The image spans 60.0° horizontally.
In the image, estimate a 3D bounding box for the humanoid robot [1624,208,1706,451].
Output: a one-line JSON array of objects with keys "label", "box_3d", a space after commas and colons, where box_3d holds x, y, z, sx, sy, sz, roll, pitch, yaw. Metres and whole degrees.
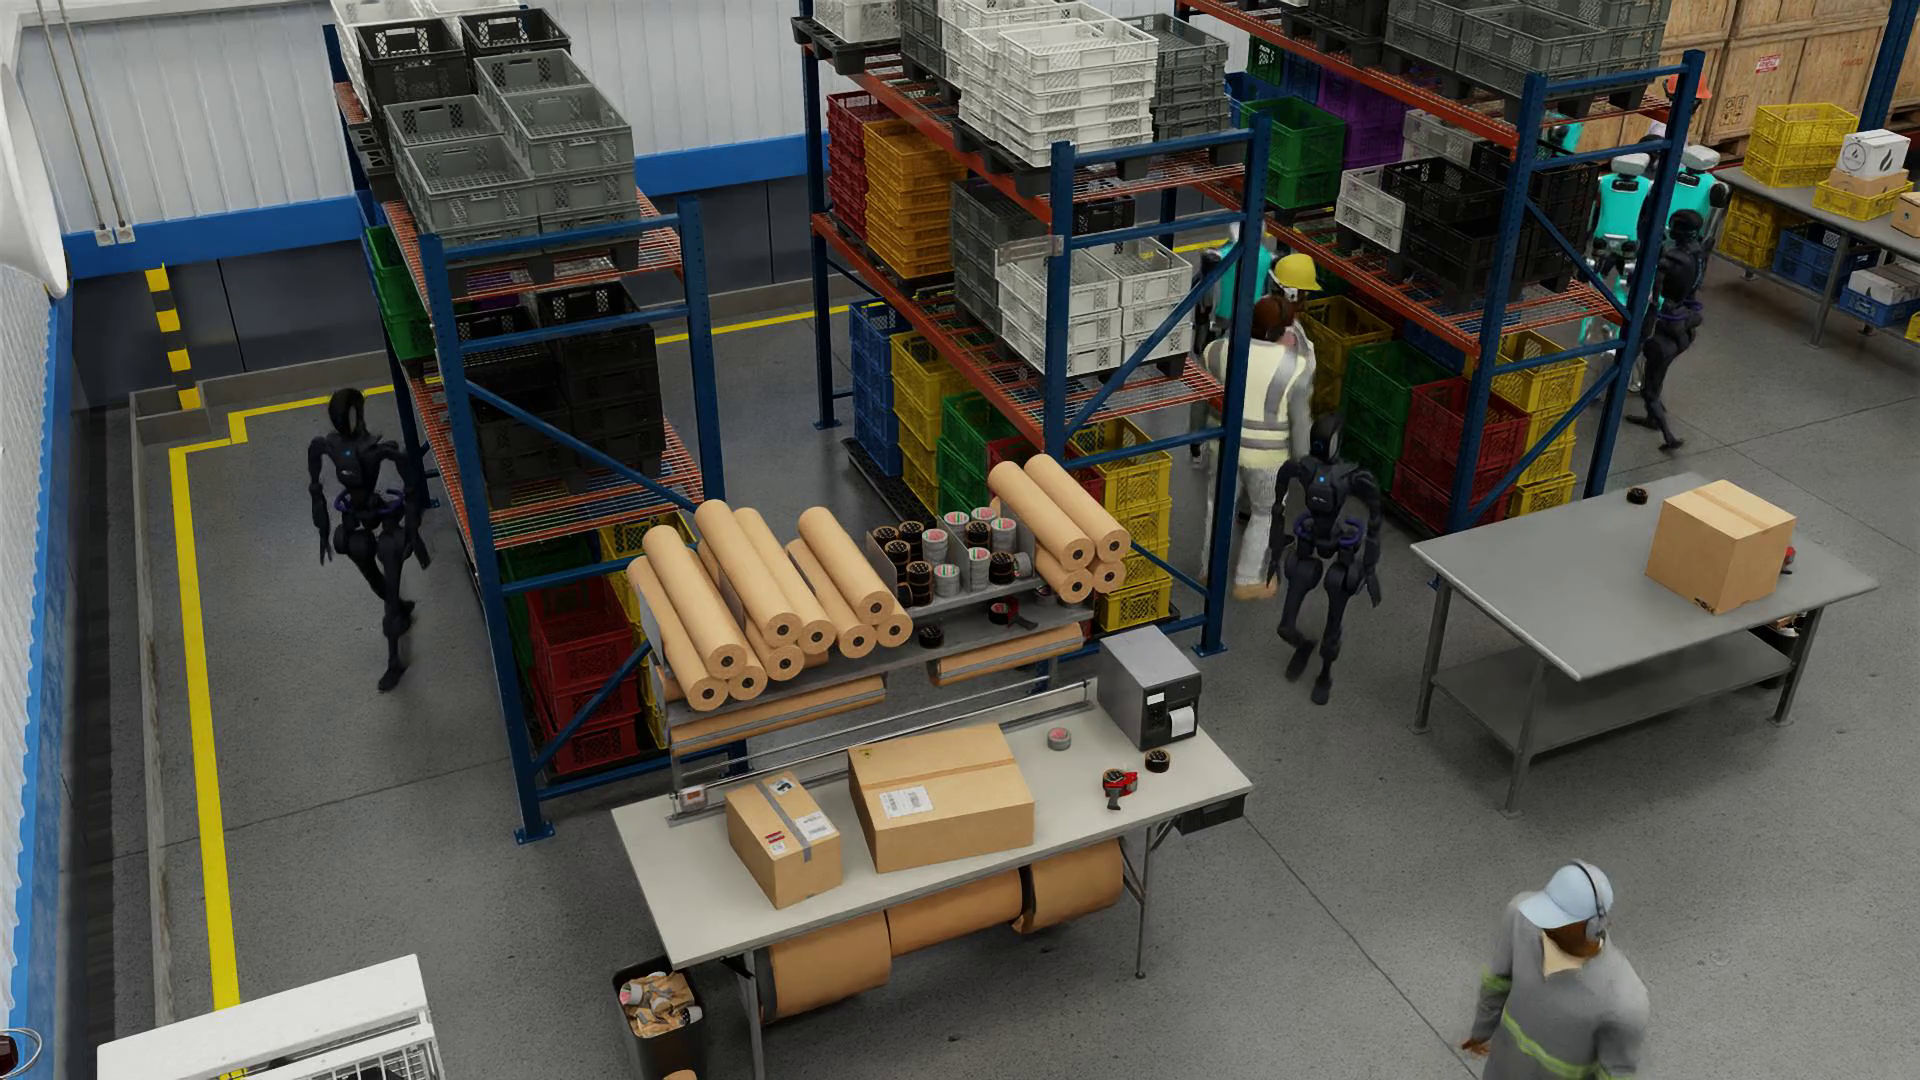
[{"label": "humanoid robot", "box_3d": [4.672, -1.358, 10.872, 0.591, 1.656, 0.566, -24, 39, -33]}]

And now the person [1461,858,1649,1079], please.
[{"label": "person", "box_3d": [1.913, 1.786, 5.559, 0.395, 1.850, 0.596, -14, 34, -22]}]

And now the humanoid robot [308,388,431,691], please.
[{"label": "humanoid robot", "box_3d": [-3.106, -0.071, 8.791, 0.598, 1.633, 0.787, 1, 32, 2]}]

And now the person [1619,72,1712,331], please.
[{"label": "person", "box_3d": [5.195, -2.512, 12.375, 0.389, 2.038, 0.604, 15, 35, 23]}]

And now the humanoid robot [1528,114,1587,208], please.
[{"label": "humanoid robot", "box_3d": [4.335, -2.605, 12.867, 0.755, 1.850, 0.540, 22, 38, 31]}]

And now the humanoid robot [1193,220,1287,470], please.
[{"label": "humanoid robot", "box_3d": [1.743, -1.284, 10.677, 0.537, 1.800, 0.691, 2, 32, 3]}]

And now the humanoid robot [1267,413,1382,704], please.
[{"label": "humanoid robot", "box_3d": [1.868, 0.102, 8.462, 0.616, 1.649, 0.356, 15, 35, 23]}]

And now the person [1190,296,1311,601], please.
[{"label": "person", "box_3d": [1.609, -0.501, 9.304, 0.703, 1.825, 0.434, 18, 36, 26]}]

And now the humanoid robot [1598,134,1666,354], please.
[{"label": "humanoid robot", "box_3d": [4.934, -2.125, 12.090, 0.589, 1.643, 0.358, -21, 37, -30]}]

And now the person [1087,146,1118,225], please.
[{"label": "person", "box_3d": [0.877, -2.302, 12.211, 0.592, 1.849, 0.893, -3, 32, -5]}]

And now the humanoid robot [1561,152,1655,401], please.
[{"label": "humanoid robot", "box_3d": [4.400, -1.722, 11.316, 0.545, 1.752, 0.681, 10, 33, 16]}]

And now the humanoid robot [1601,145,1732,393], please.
[{"label": "humanoid robot", "box_3d": [4.759, -1.831, 11.450, 0.749, 1.688, 0.528, -20, 37, -29]}]

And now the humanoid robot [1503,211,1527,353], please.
[{"label": "humanoid robot", "box_3d": [3.832, -1.855, 11.646, 0.429, 1.647, 0.604, 2, 32, 4]}]

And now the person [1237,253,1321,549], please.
[{"label": "person", "box_3d": [1.873, -0.821, 9.821, 0.403, 1.824, 0.588, -2, 32, -3]}]
